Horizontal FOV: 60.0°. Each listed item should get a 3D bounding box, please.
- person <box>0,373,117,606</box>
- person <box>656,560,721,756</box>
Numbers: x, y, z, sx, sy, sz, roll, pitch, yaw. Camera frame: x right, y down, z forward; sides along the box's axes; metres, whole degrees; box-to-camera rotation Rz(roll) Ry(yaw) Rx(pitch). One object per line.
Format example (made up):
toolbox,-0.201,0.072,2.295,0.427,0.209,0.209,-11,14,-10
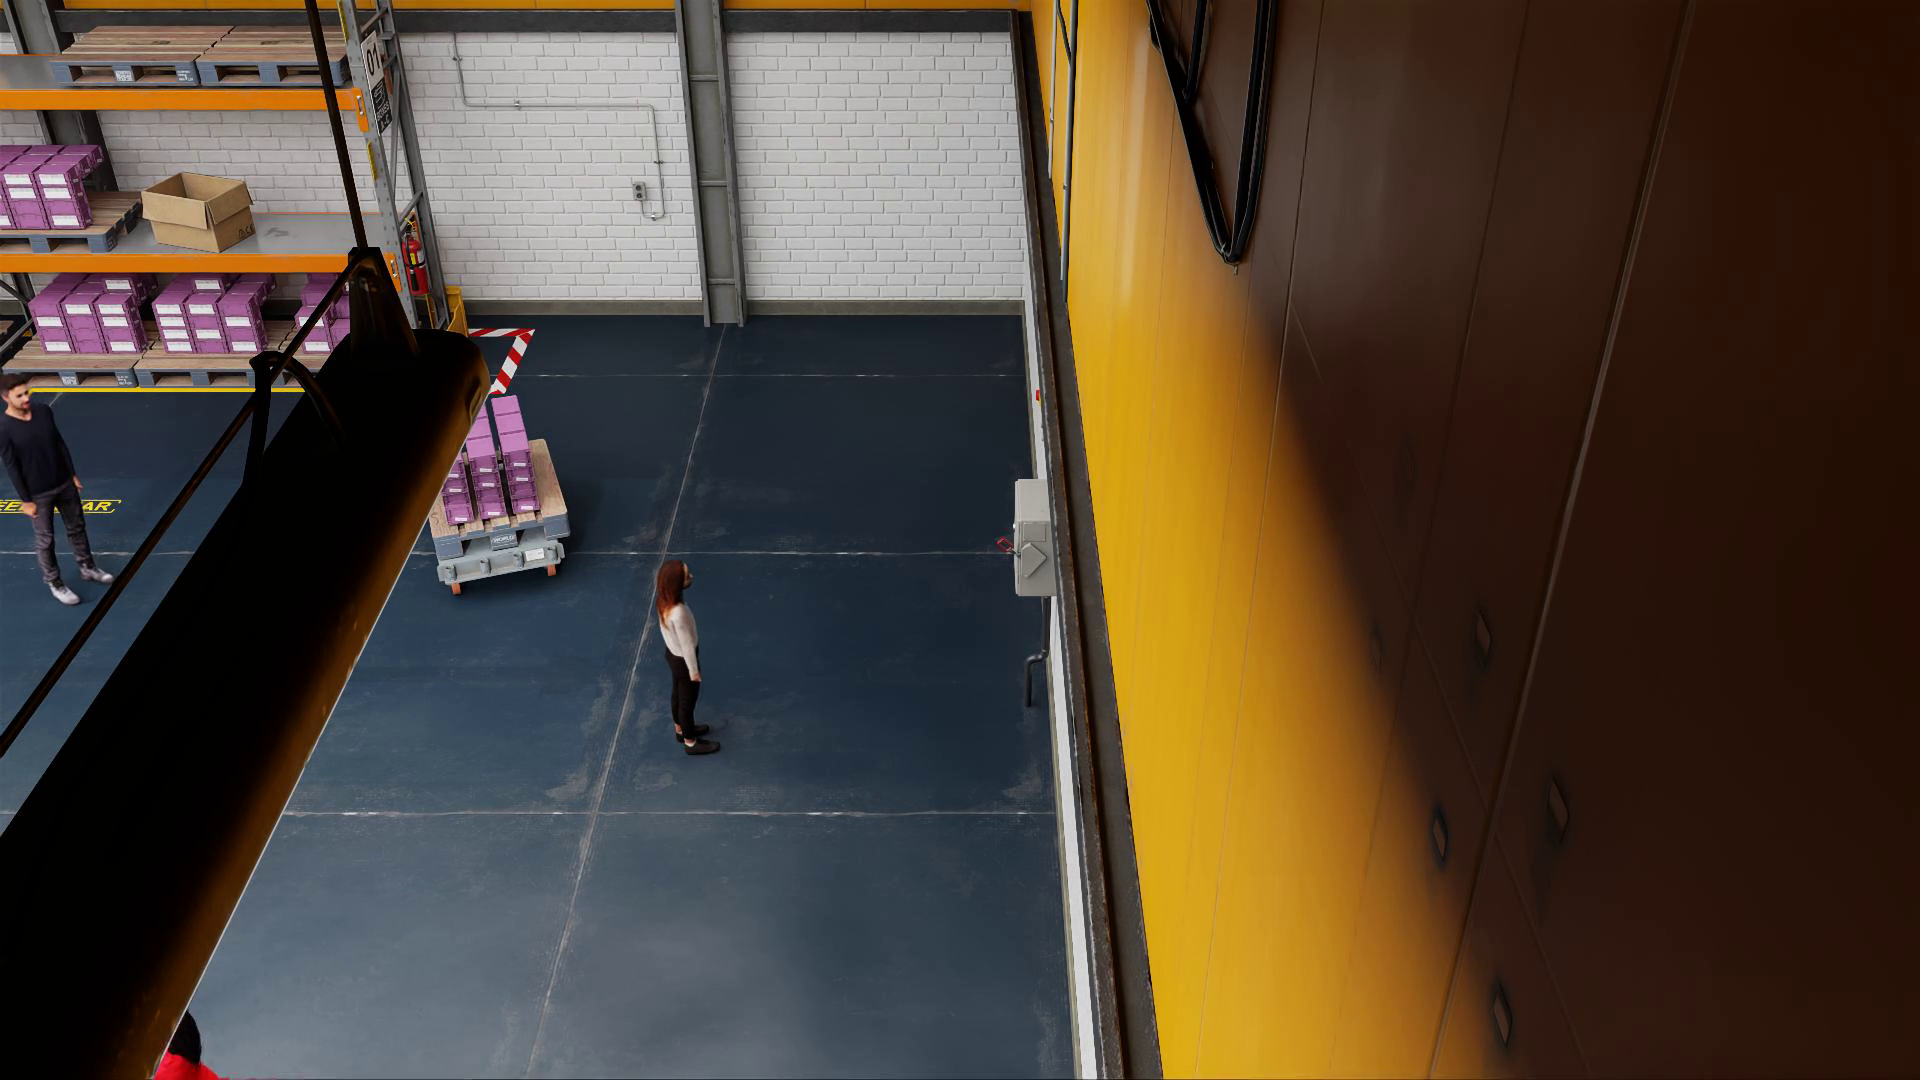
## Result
person,-6.767,-0.403,12.306,0.701,1.864,0.701,16,37,23
person,-1.824,0.765,10.892,0.617,1.484,0.616,-15,36,-21
